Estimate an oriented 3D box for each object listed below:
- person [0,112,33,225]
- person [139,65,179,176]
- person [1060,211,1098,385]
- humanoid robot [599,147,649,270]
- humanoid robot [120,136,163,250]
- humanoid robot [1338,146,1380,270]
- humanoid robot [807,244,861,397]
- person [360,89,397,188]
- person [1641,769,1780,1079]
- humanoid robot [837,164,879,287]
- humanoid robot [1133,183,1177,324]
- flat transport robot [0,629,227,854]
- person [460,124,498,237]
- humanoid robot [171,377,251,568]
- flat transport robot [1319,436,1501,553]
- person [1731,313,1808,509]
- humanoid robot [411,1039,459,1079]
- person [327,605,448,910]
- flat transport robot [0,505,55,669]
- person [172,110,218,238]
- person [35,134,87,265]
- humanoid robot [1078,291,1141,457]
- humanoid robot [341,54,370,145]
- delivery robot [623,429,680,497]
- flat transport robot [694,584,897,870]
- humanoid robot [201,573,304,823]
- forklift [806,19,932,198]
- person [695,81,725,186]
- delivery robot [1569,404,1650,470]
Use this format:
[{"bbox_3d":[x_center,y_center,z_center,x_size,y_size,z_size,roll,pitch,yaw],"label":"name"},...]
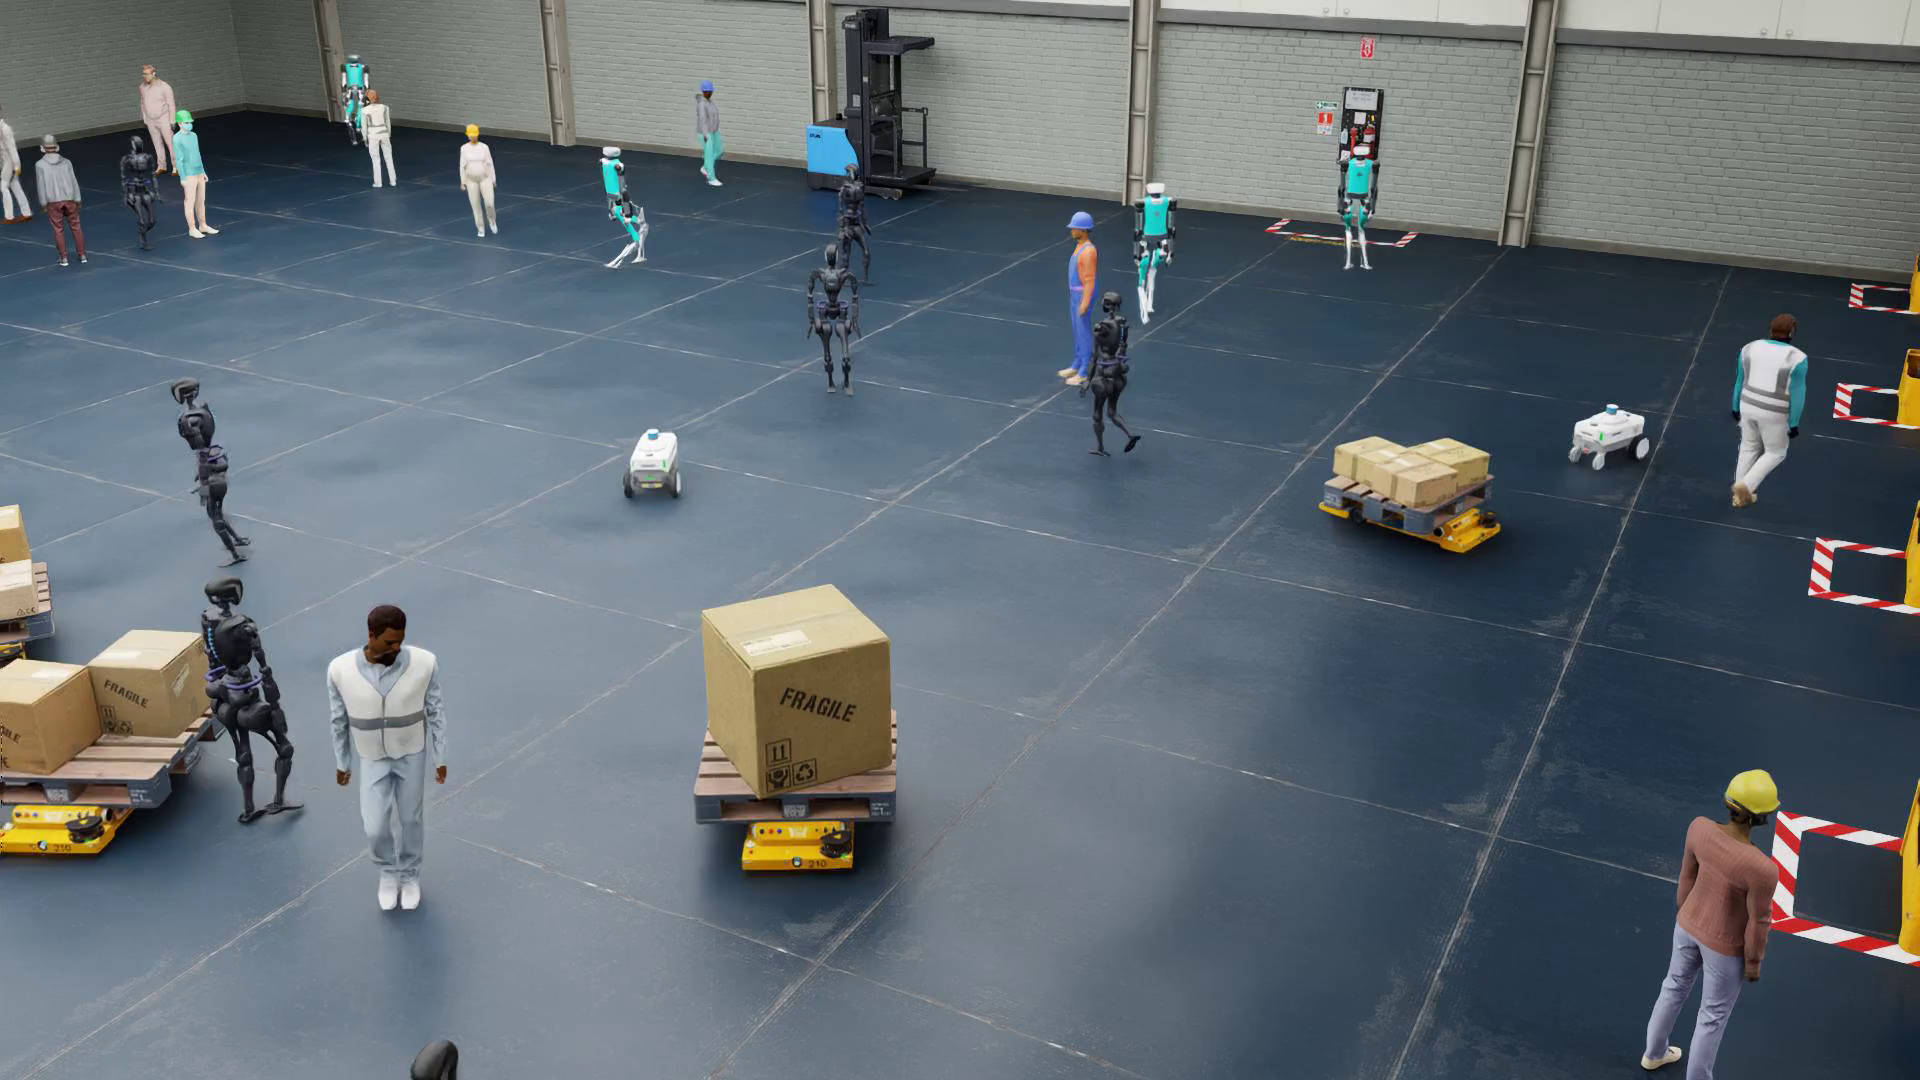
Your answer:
[{"bbox_3d":[-14.814,-5.764,25.629,0.545,1.807,0.730,18,29,36],"label":"person"},{"bbox_3d":[-14.096,-7.369,29.247,0.651,1.906,0.408,5,24,12],"label":"person"},{"bbox_3d":[1.325,-2.657,18.271,0.366,1.908,0.530,-4,24,-8],"label":"person"},{"bbox_3d":[-4.567,-4.562,22.923,0.992,1.735,0.537,-19,30,-37],"label":"humanoid robot"},{"bbox_3d":[-11.965,-5.059,24.161,0.531,1.624,0.611,14,27,29],"label":"humanoid robot"},{"bbox_3d":[5.492,-4.602,23.025,0.540,1.773,0.801,5,24,12],"label":"humanoid robot"},{"bbox_3d":[-1.364,-2.364,17.886,0.585,1.643,0.462,-1,23,-3],"label":"humanoid robot"},{"bbox_3d":[-9.923,-6.836,28.347,0.508,1.636,0.310,-17,29,-35],"label":"person"},{"bbox_3d":[3.612,1.874,7.917,0.343,1.760,0.521,-9,25,-20],"label":"person"},{"bbox_3d":[-1.391,-4.173,22.108,0.577,1.639,0.601,15,28,32],"label":"humanoid robot"},{"bbox_3d":[2.366,-3.588,20.677,0.544,1.773,0.911,-3,23,-7],"label":"humanoid robot"},{"bbox_3d":[-5.464,1.528,10.604,0.659,0.231,1.431,1,23,2],"label":"flat transport robot"},{"bbox_3d":[-7.204,-5.361,24.853,0.494,1.683,0.405,-4,24,-10],"label":"person"},{"bbox_3d":[-6.168,-0.566,13.710,0.383,1.642,0.589,-11,26,-24],"label":"humanoid robot"},{"bbox_3d":[3.972,-0.243,14.728,1.431,0.231,0.659,21,31,40],"label":"flat transport robot"},{"bbox_3d":[7.138,-1.113,14.794,0.555,1.816,0.661,-15,27,-31],"label":"person"},{"bbox_3d":[-1.937,2.597,6.353,0.610,1.631,0.688,0,23,-1],"label":"humanoid robot"},{"bbox_3d":[-3.165,1.225,9.265,0.632,1.882,0.507,-7,24,-15],"label":"person"},{"bbox_3d":[-7.448,0.727,12.471,0.659,0.231,1.431,-12,26,-26],"label":"flat transport robot"},{"bbox_3d":[-11.480,-5.479,24.885,0.358,1.872,0.526,6,24,13],"label":"person"},{"bbox_3d":[-12.628,-4.778,23.341,0.547,1.807,0.379,-20,30,-38],"label":"person"},{"bbox_3d":[1.474,-1.583,16.075,0.486,1.644,0.599,20,30,38],"label":"humanoid robot"},{"bbox_3d":[-11.515,-8.320,31.674,0.576,1.735,0.983,-2,23,-4],"label":"humanoid robot"},{"bbox_3d":[-2.847,-0.728,15.492,0.499,0.592,0.771,0,23,-1],"label":"delivery robot"},{"bbox_3d":[-0.999,1.596,10.446,0.659,0.231,1.431,-1,23,-2],"label":"flat transport robot"},{"bbox_3d":[-4.370,0.957,10.148,0.586,1.656,0.336,12,26,26],"label":"humanoid robot"},{"bbox_3d":[-1.573,-7.292,27.850,1.873,2.768,1.129,12,26,25],"label":"forklift"},{"bbox_3d":[-4.285,-6.965,28.470,0.404,1.763,0.574,7,24,16],"label":"person"},{"bbox_3d":[6.308,-1.028,16.176,0.774,0.581,0.499,-15,28,-31],"label":"delivery robot"}]
